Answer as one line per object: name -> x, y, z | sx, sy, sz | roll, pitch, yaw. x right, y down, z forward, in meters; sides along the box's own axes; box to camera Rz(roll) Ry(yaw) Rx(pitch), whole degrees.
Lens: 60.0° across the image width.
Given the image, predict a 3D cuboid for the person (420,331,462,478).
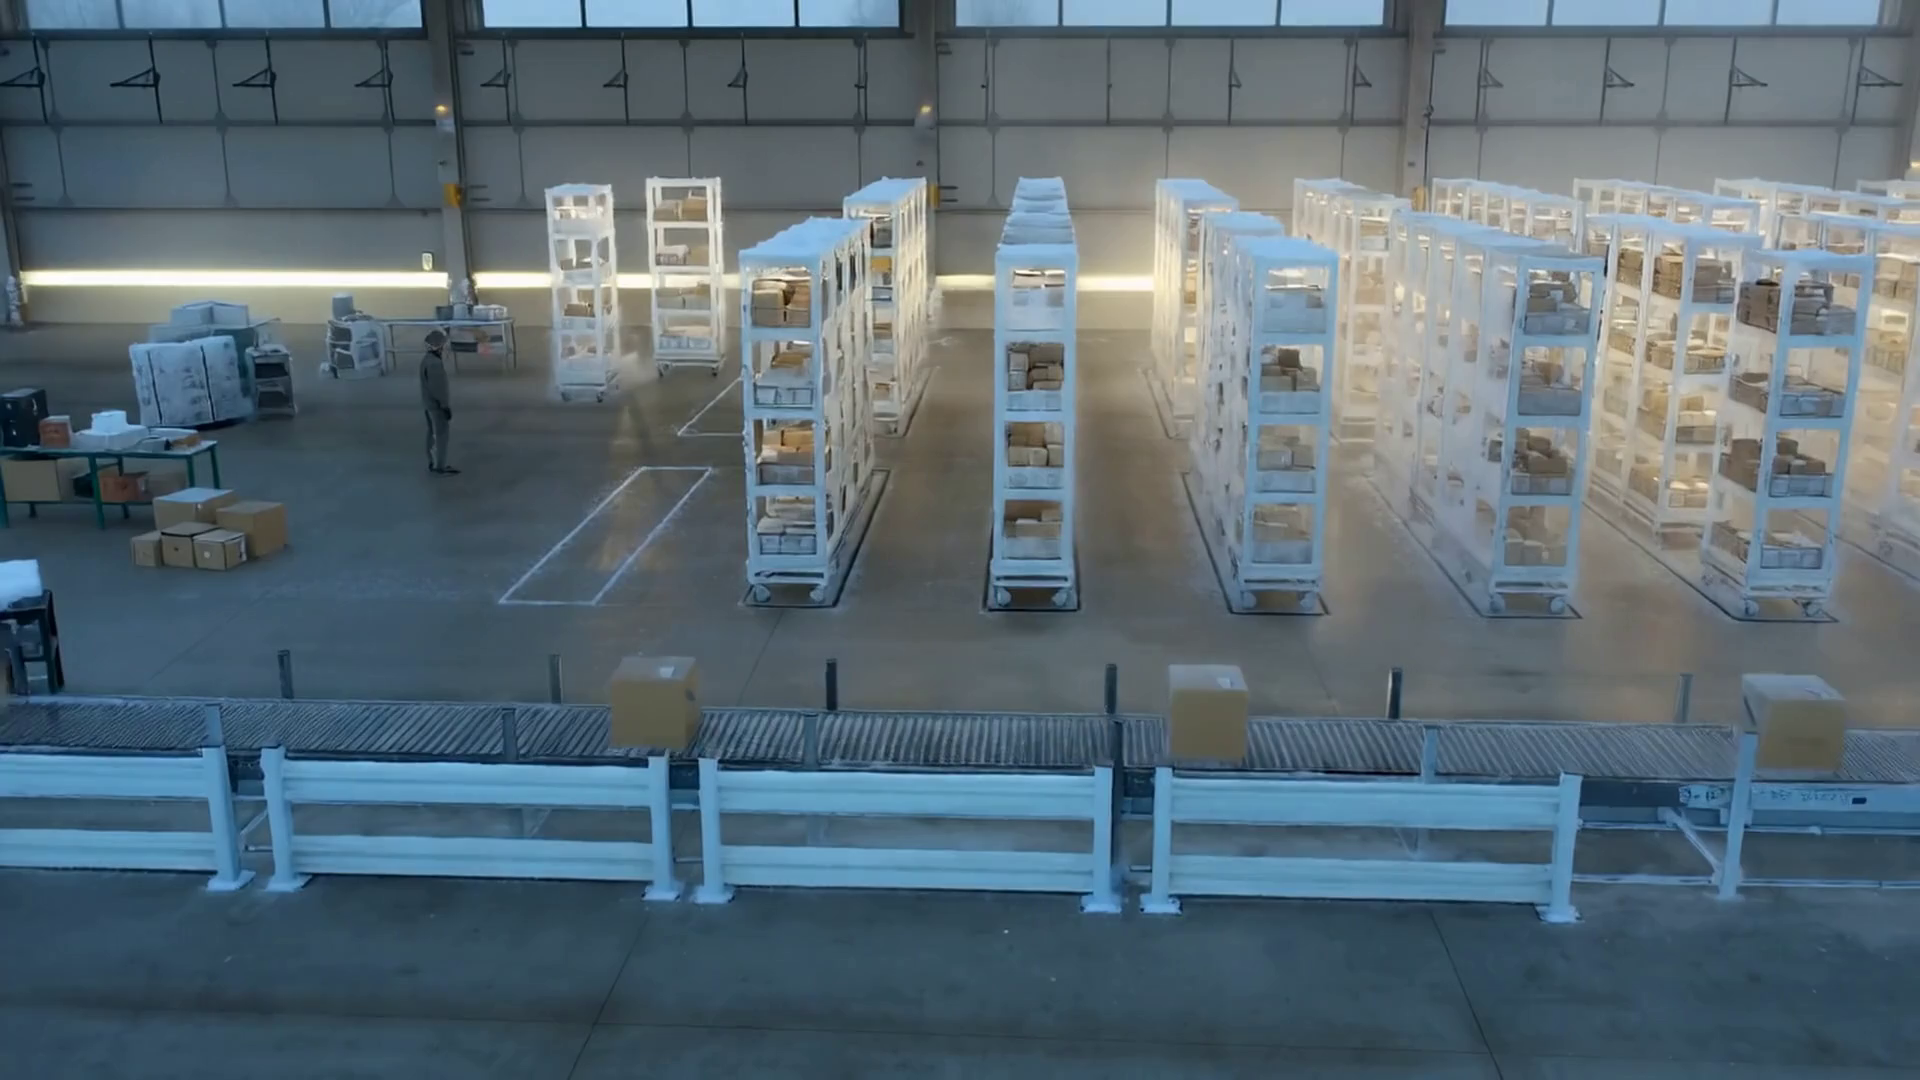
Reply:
person -> -7.082, -1.846, 22.613 | 0.397, 1.992, 0.621 | -13, 20, -40
